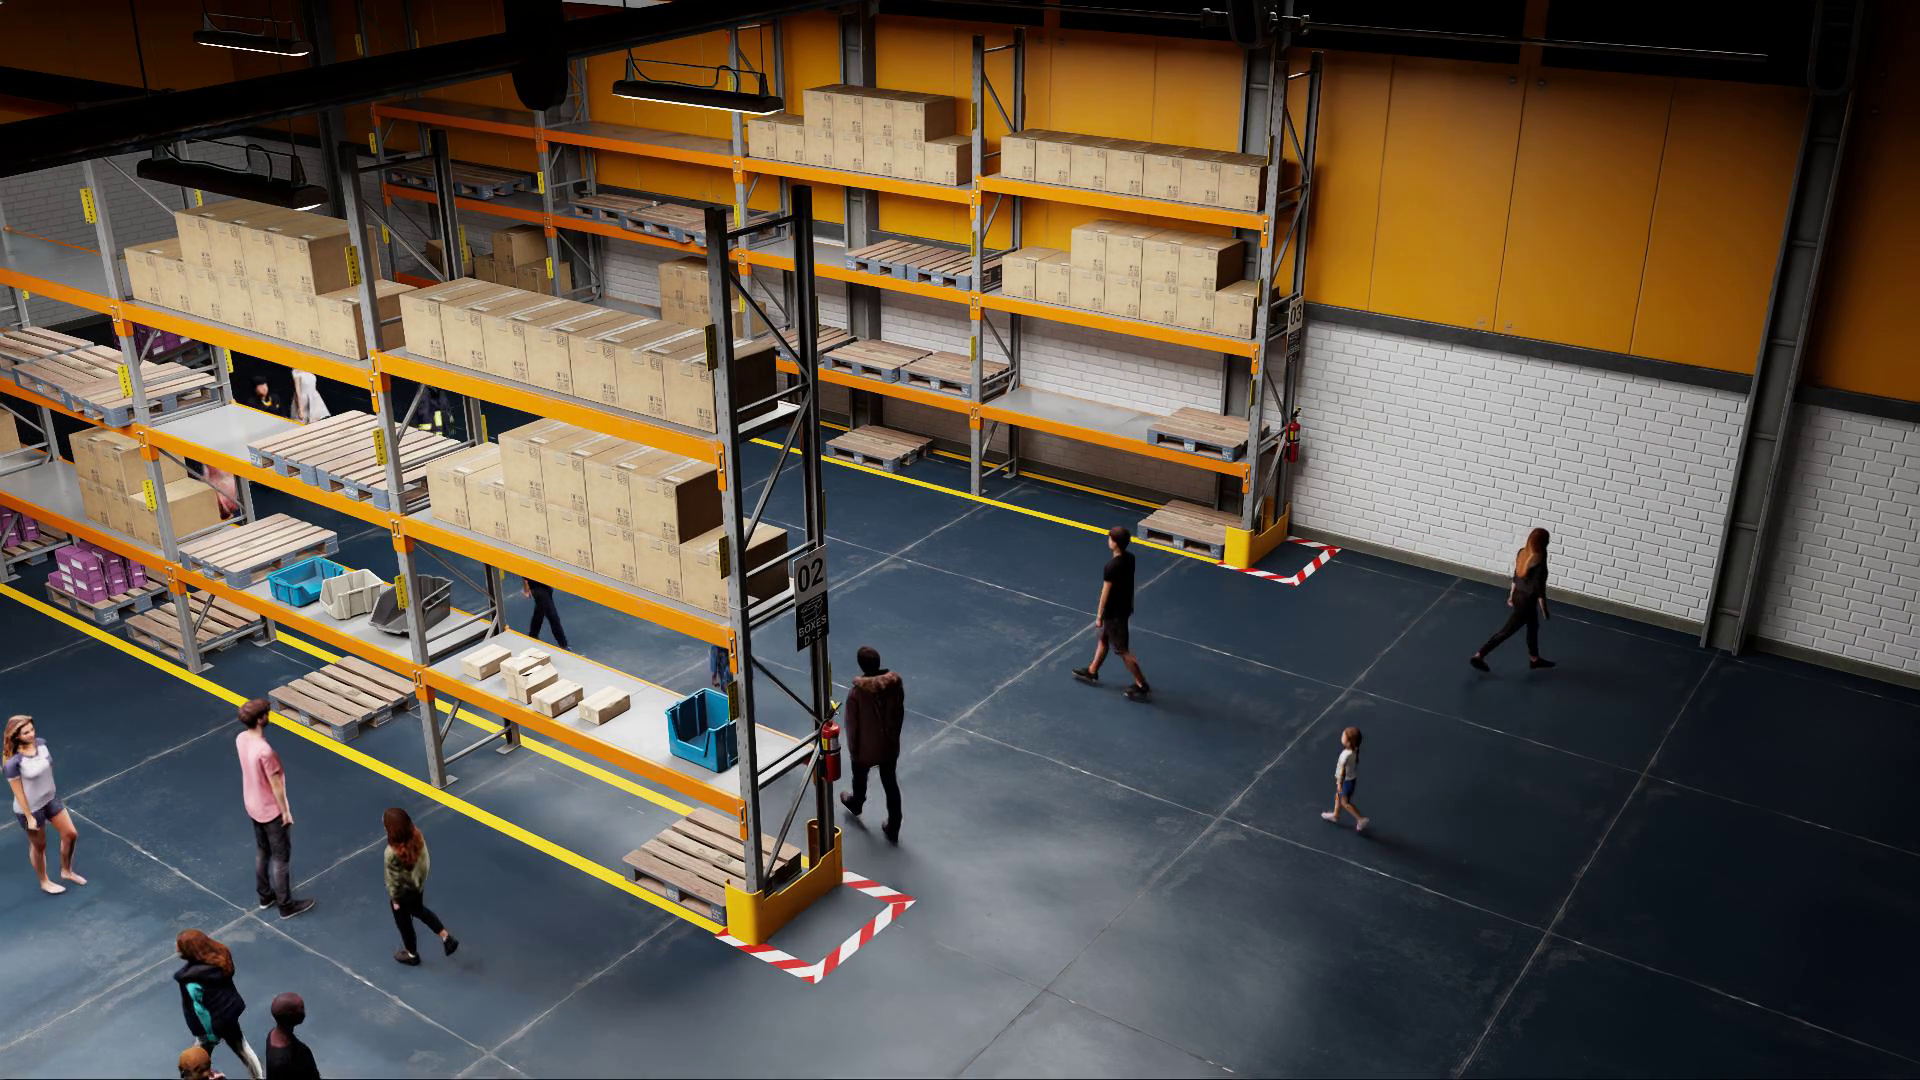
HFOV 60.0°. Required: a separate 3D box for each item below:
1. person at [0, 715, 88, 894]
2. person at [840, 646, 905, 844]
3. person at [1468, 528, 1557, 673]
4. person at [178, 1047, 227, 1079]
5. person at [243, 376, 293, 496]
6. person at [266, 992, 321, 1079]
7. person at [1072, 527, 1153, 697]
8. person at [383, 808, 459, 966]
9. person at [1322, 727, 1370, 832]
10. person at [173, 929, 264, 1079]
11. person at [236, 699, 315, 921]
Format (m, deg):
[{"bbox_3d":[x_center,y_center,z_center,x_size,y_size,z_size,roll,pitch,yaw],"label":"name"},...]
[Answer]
[{"bbox_3d":[-7.782,2.208,13.910,0.683,1.715,0.658,9,25,19],"label":"person"},{"bbox_3d":[-0.697,1.841,14.635,1.051,1.806,1.203,-13,27,-27],"label":"person"},{"bbox_3d":[5.831,0.676,17.476,1.246,1.665,1.070,-1,24,-2],"label":"person"},{"bbox_3d":[-4.919,3.797,10.801,0.652,1.294,0.671,-13,27,-27],"label":"person"},{"bbox_3d":[-9.294,-1.394,22.252,1.016,1.634,0.721,14,27,30],"label":"person"},{"bbox_3d":[-4.297,3.663,10.567,0.807,1.726,0.761,-11,26,-24],"label":"person"},{"bbox_3d":[1.675,0.768,17.067,1.197,1.825,0.745,13,27,28],"label":"person"},{"bbox_3d":[-4.263,2.732,13.021,0.861,1.466,0.703,9,25,20],"label":"person"},{"bbox_3d":[3.506,2.148,14.928,0.662,1.009,0.415,16,28,32],"label":"person"},{"bbox_3d":[-5.112,3.346,11.613,0.940,1.469,0.798,3,24,7],"label":"person"},{"bbox_3d":[-5.699,2.196,13.636,0.489,1.955,0.667,16,28,33],"label":"person"}]
